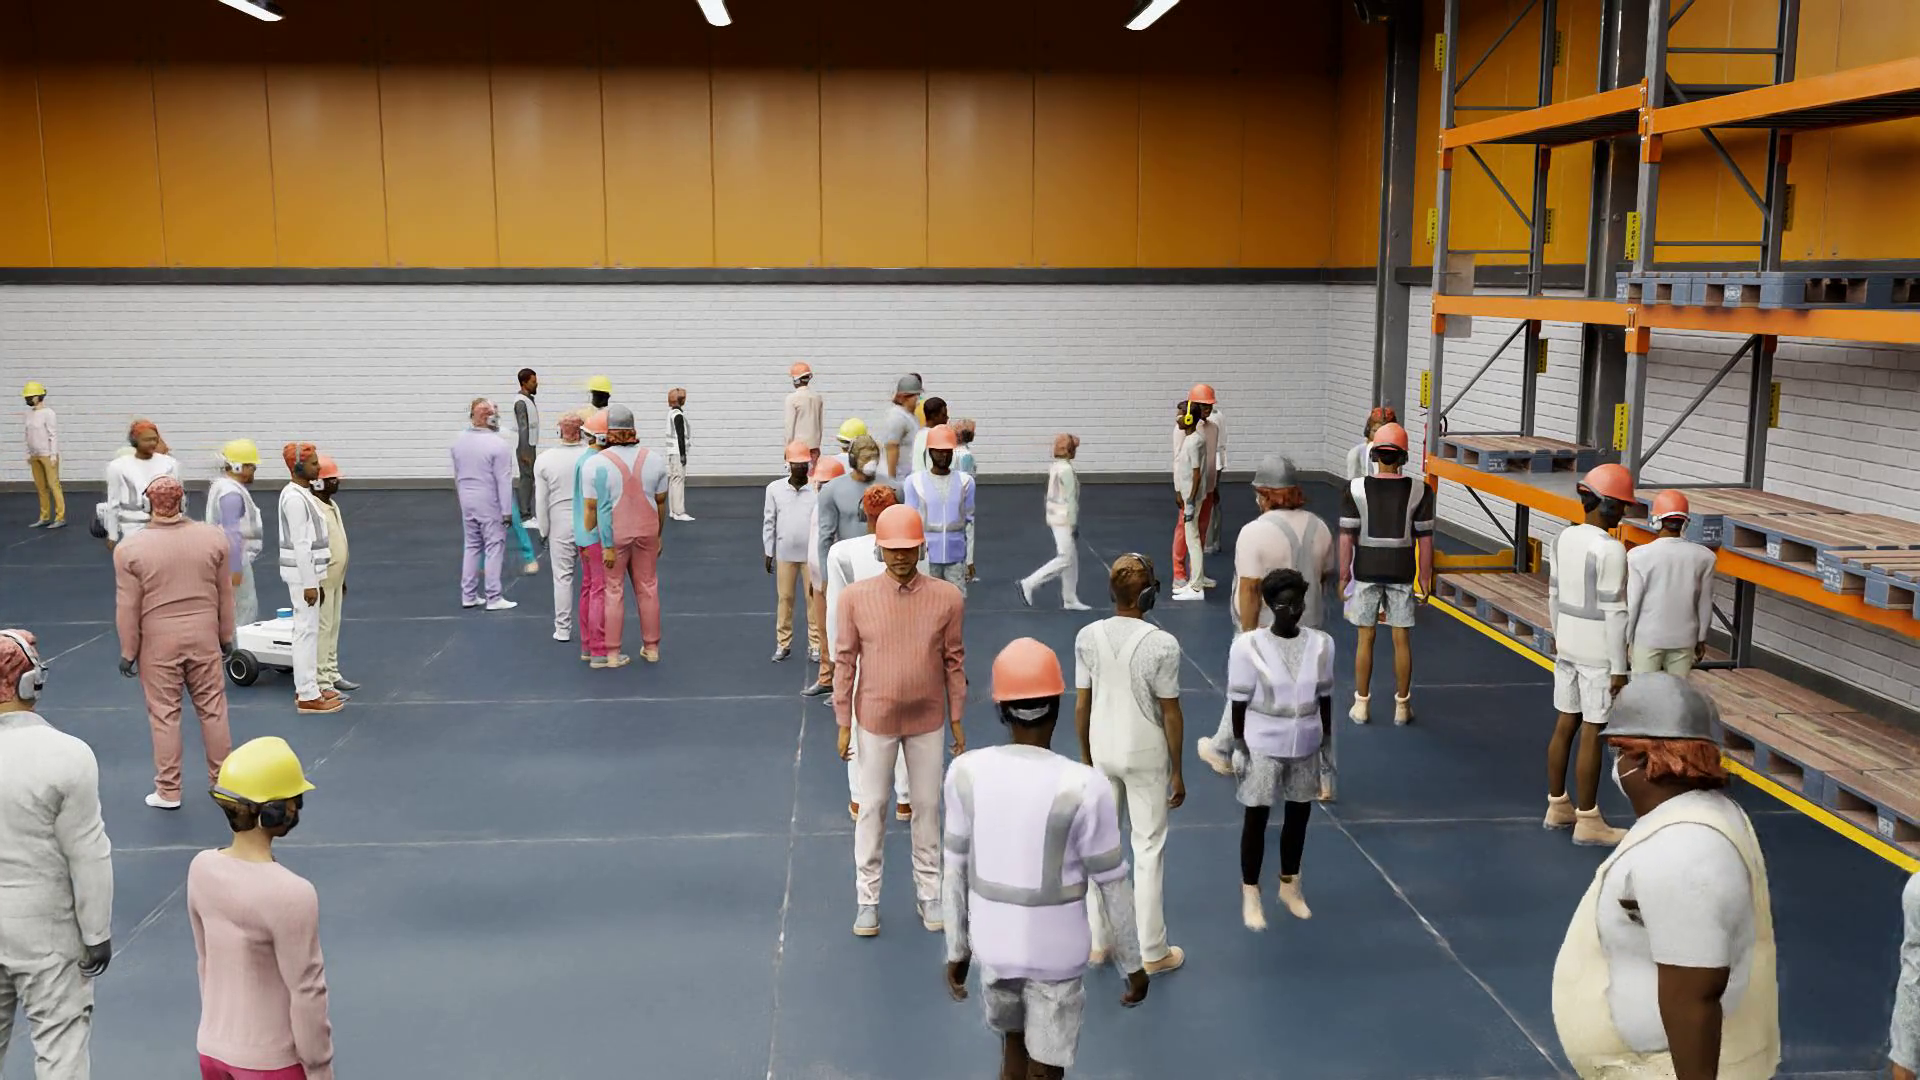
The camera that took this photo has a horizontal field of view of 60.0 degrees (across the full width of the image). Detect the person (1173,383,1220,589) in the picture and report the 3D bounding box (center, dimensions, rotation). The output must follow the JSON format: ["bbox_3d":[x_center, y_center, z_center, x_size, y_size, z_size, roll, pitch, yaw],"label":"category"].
[{"bbox_3d":[2.293,-0.509,15.996,0.618,1.993,0.396,-8,12,-42],"label":"person"}]

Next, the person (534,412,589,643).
[{"bbox_3d":[-3.172,-0.105,13.735,0.643,1.909,0.410,-3,9,-16],"label":"person"}]

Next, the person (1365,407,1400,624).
[{"bbox_3d":[3.657,-0.214,14.492,0.355,1.885,0.576,0,9,0],"label":"person"}]

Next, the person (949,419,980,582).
[{"bbox_3d":[0.004,-0.381,16.322,0.400,1.624,0.540,-3,10,-18],"label":"person"}]

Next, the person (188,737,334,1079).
[{"bbox_3d":[-1.930,1.417,4.659,0.521,1.758,0.348,6,11,32],"label":"person"}]

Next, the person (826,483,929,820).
[{"bbox_3d":[-0.444,0.624,9.230,0.585,1.882,0.340,0,9,3],"label":"person"}]

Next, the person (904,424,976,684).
[{"bbox_3d":[-0.142,0.117,12.233,0.546,1.942,0.352,-2,9,-13],"label":"person"}]

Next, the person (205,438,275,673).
[{"bbox_3d":[-5.532,0.134,12.560,0.600,1.807,0.620,-6,11,-32],"label":"person"}]

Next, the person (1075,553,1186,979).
[{"bbox_3d":[0.737,0.969,7.184,0.505,1.847,0.344,6,11,32],"label":"person"}]

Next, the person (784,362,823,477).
[{"bbox_3d":[-1.899,-1.151,20.080,0.401,1.987,0.608,7,11,36],"label":"person"}]

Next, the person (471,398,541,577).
[{"bbox_3d":[-4.617,-0.520,16.639,0.765,1.819,0.535,1,9,7],"label":"person"}]

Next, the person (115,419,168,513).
[{"bbox_3d":[-8.166,-0.416,16.693,0.500,1.582,0.866,-1,9,-8],"label":"person"}]

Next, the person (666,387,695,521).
[{"bbox_3d":[-3.475,-1.058,20.536,0.305,1.645,0.522,-3,10,-20],"label":"person"}]

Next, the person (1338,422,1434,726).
[{"bbox_3d":[2.860,0.229,11.213,0.614,2.040,0.391,2,9,11],"label":"person"}]

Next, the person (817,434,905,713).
[{"bbox_3d":[-0.674,0.233,11.519,0.635,1.937,0.354,-3,10,-20],"label":"person"}]

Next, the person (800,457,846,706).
[{"bbox_3d":[-0.923,0.284,11.770,0.323,1.753,0.560,-6,11,-34],"label":"person"}]

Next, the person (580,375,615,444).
[{"bbox_3d":[-4.060,-0.896,18.705,0.588,1.902,0.601,2,9,9],"label":"person"}]

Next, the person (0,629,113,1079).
[{"bbox_3d":[-3.045,1.229,5.407,0.636,1.899,0.404,0,9,1],"label":"person"}]

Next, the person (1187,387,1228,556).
[{"bbox_3d":[2.690,-0.749,17.991,0.376,1.838,0.572,5,10,29],"label":"person"}]

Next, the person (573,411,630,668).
[{"bbox_3d":[-2.786,-0.010,12.896,0.407,1.987,0.615,-5,10,-27],"label":"person"}]

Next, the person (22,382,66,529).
[{"bbox_3d":[-10.978,-1.008,19.878,0.531,1.760,0.335,4,10,25],"label":"person"}]

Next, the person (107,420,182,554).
[{"bbox_3d":[-6.881,-0.104,13.985,0.973,1.842,0.587,7,11,36],"label":"person"}]

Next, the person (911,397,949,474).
[{"bbox_3d":[-0.283,-0.369,15.406,0.386,1.912,0.592,-1,9,-9],"label":"person"}]

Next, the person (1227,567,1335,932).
[{"bbox_3d":[1.491,0.962,7.727,0.539,1.699,0.317,-2,9,-14],"label":"person"}]

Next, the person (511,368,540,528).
[{"bbox_3d":[-5.200,-1.100,19.949,0.376,1.917,0.600,-1,9,-8],"label":"person"}]

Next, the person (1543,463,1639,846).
[{"bbox_3d":[3.386,0.605,8.883,0.389,2.034,0.605,-2,9,-12],"label":"person"}]

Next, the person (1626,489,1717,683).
[{"bbox_3d":[4.217,0.568,9.990,0.572,1.750,0.330,-1,9,-4],"label":"person"}]

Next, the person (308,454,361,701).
[{"bbox_3d":[-4.524,0.263,11.894,0.320,1.755,0.568,-1,9,-5],"label":"person"}]

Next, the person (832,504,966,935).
[{"bbox_3d":[-0.273,0.820,7.649,0.622,1.994,0.381,-2,9,-11],"label":"person"}]

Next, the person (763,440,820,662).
[{"bbox_3d":[-1.257,0.091,12.979,0.573,1.751,0.340,1,9,4],"label":"person"}]

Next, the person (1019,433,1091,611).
[{"bbox_3d":[0.857,-0.149,14.906,0.597,1.613,0.534,-1,9,-5],"label":"person"}]

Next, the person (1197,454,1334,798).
[{"bbox_3d":[1.846,0.457,9.786,0.696,2.000,1.044,-5,10,-28],"label":"person"}]

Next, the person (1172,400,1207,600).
[{"bbox_3d":[2.149,-0.368,15.505,0.313,1.869,0.528,2,9,10],"label":"person"}]

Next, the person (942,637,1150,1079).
[{"bbox_3d":[0.279,1.253,5.189,0.613,1.916,0.588,5,10,29],"label":"person"}]

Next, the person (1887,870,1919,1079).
[{"bbox_3d":[2.883,1.423,4.800,0.498,1.704,0.799,-1,9,-8],"label":"person"}]

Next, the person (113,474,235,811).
[{"bbox_3d":[-4.461,0.575,9.465,0.636,1.911,0.405,-8,12,-43],"label":"person"}]

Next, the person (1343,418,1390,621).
[{"bbox_3d":[3.589,-0.200,14.553,0.506,1.836,0.349,-6,11,-32],"label":"person"}]

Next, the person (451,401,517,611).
[{"bbox_3d":[-4.273,-0.306,15.045,0.659,1.897,0.396,5,10,27],"label":"person"}]

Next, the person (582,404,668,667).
[{"bbox_3d":[-2.635,-0.043,12.926,0.679,2.000,0.537,-6,11,-34],"label":"person"}]

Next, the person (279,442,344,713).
[{"bbox_3d":[-4.525,0.258,11.536,0.355,1.883,0.575,-4,10,-22],"label":"person"}]

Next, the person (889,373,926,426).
[{"bbox_3d":[-0.519,-0.947,18.991,0.596,1.916,0.373,-1,9,-9],"label":"person"}]
